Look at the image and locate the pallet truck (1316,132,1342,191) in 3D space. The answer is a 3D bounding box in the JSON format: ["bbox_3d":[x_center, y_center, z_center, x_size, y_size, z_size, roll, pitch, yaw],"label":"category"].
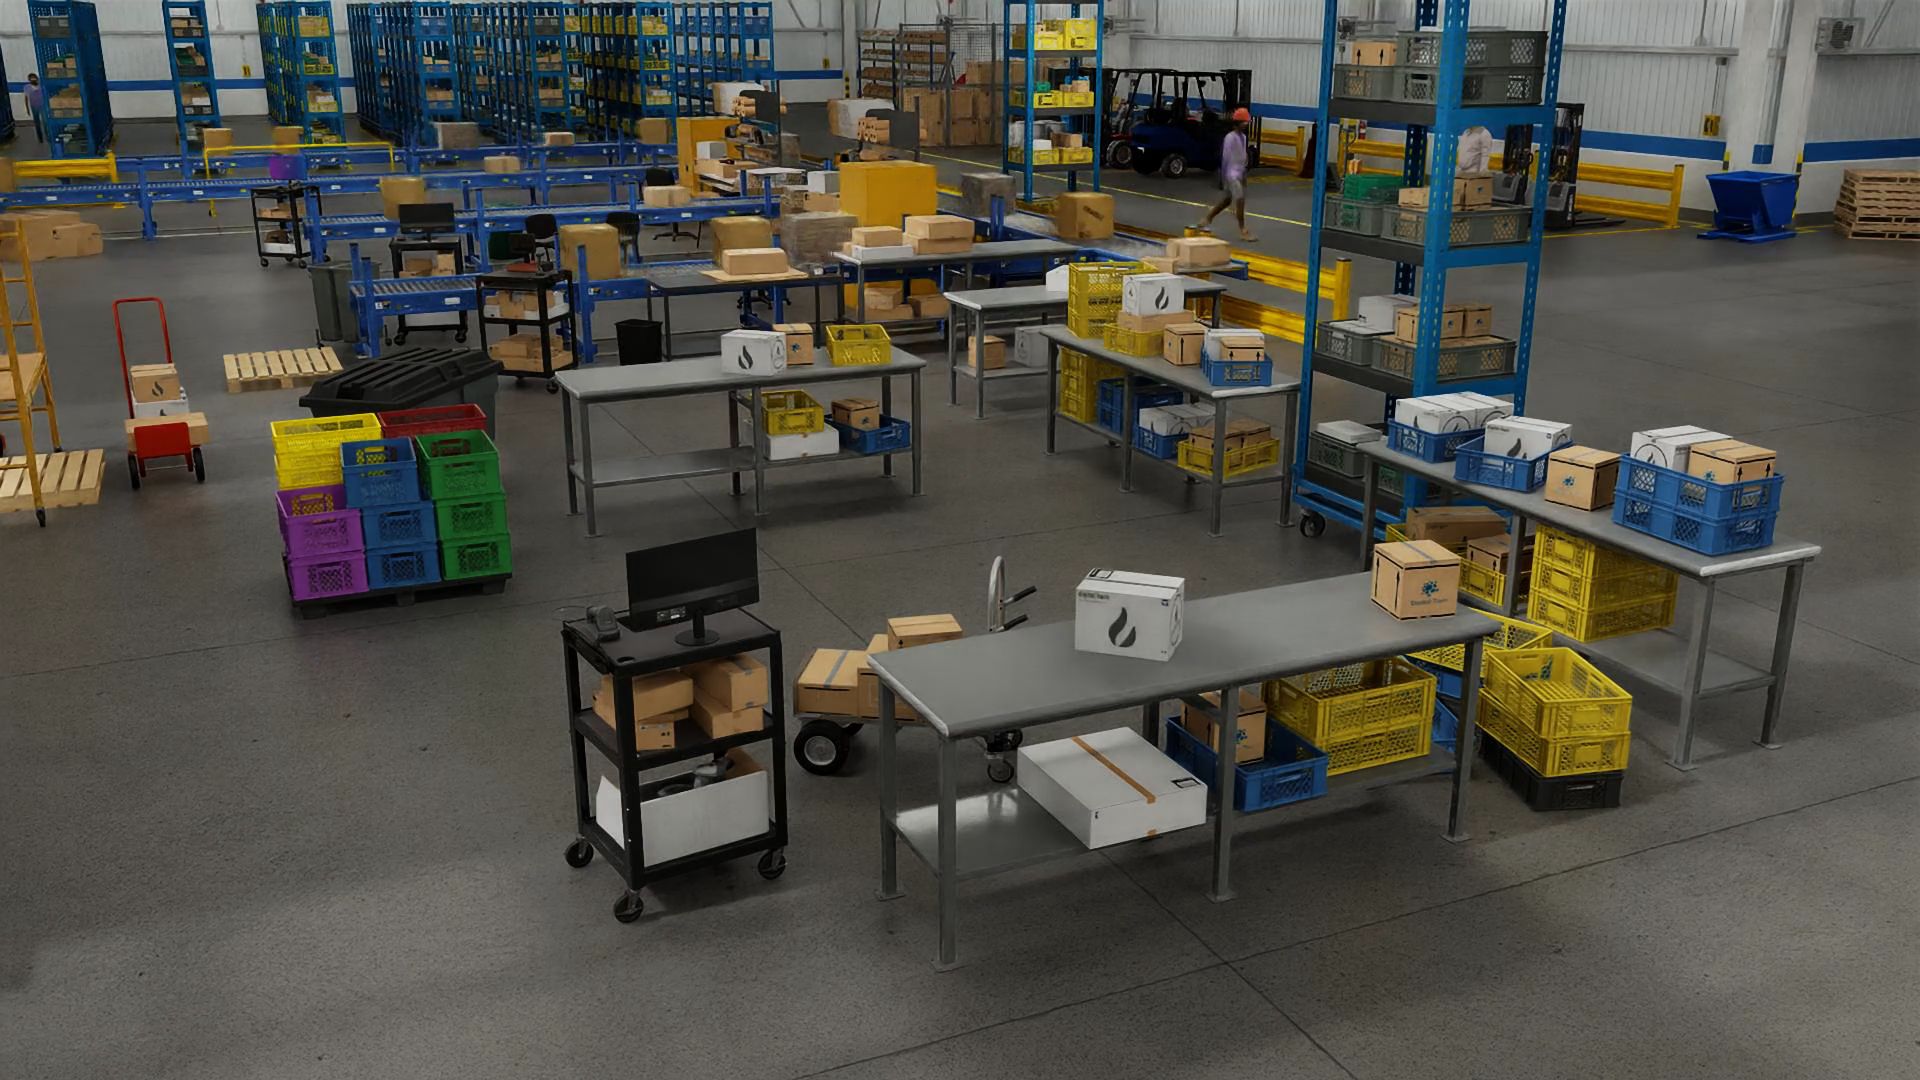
[{"bbox_3d":[7.723,-7.504,32.656,1.601,1.201,0.680,-8,19,-23],"label":"pallet truck"}]

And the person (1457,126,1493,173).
[{"bbox_3d":[8.018,-5.786,26.144,0.409,1.908,0.639,-7,19,-22],"label":"person"}]

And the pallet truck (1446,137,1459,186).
[{"bbox_3d":[9.184,-6.485,29.328,1.630,1.274,0.653,-8,19,-23],"label":"pallet truck"}]

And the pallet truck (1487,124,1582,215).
[{"bbox_3d":[9.707,-6.455,28.103,1.885,1.965,0.823,-7,19,-20],"label":"pallet truck"}]

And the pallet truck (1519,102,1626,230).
[{"bbox_3d":[9.972,-6.037,26.785,1.885,1.965,0.823,-9,20,-25],"label":"pallet truck"}]

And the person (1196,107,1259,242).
[{"bbox_3d":[4.091,-5.567,25.321,1.008,2.004,0.616,9,20,27],"label":"person"}]

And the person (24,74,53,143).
[{"bbox_3d":[-24.453,-11.446,44.150,0.596,1.794,0.963,-11,21,-31],"label":"person"}]

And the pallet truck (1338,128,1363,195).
[{"bbox_3d":[7.845,-7.140,31.411,1.522,1.261,0.704,-9,20,-25],"label":"pallet truck"}]

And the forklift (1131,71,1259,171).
[{"bbox_3d":[4.998,-8.936,35.413,2.680,1.987,1.157,-9,20,-25],"label":"forklift"}]

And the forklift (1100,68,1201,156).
[{"bbox_3d":[4.082,-9.564,37.410,2.680,1.987,1.157,-8,19,-23],"label":"forklift"}]

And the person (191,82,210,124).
[{"bbox_3d":[-19.468,-10.916,42.485,0.902,1.799,0.602,-11,21,-32],"label":"person"}]
